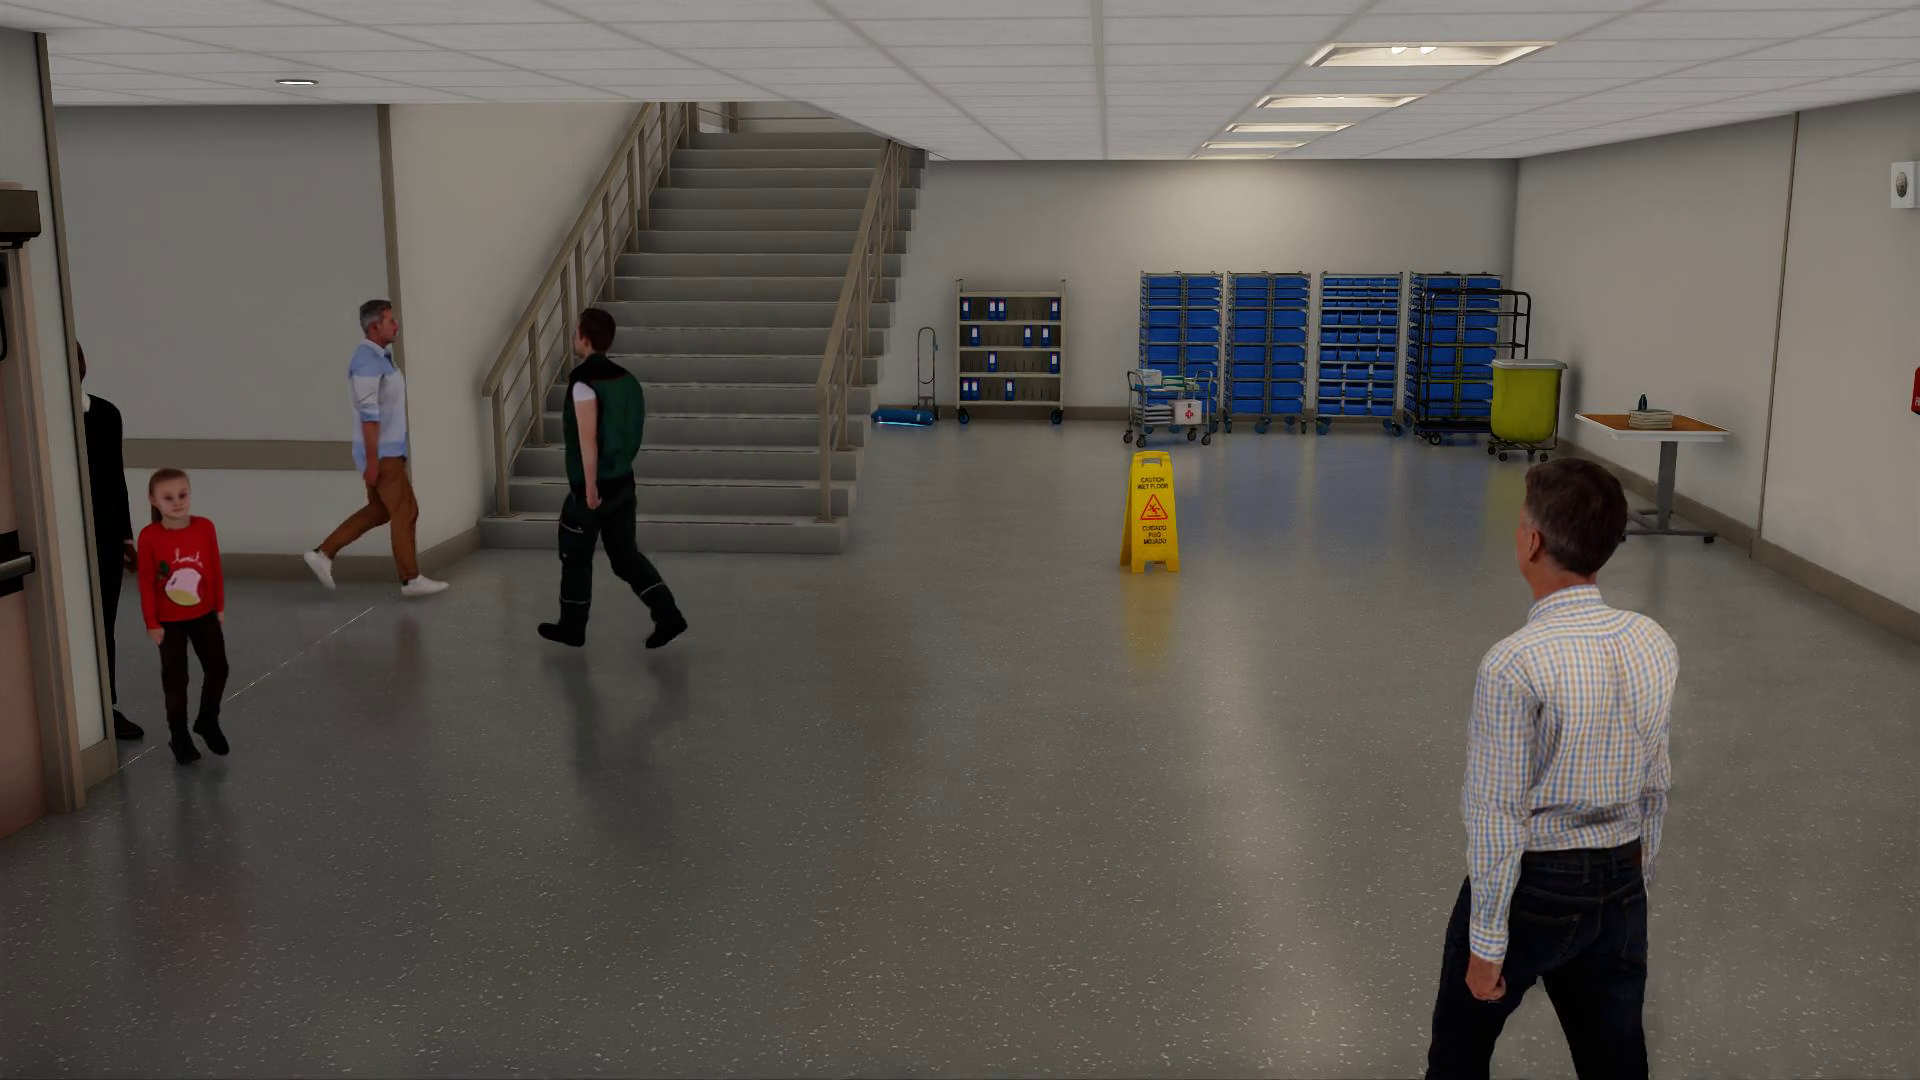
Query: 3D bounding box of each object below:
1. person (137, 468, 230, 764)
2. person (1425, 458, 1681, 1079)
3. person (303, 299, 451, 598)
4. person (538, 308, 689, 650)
[{"bbox_3d":[-3.305,0.315,7.054,0.607,1.265,0.670,-10,15,-43],"label":"person"},{"bbox_3d":[1.243,0.761,3.304,1.013,1.788,1.265,-4,11,-20],"label":"person"},{"bbox_3d":[-3.588,-0.530,10.068,0.998,1.803,1.121,-3,11,-16],"label":"person"},{"bbox_3d":[-1.809,-0.282,8.736,0.978,1.813,1.165,5,12,24],"label":"person"}]
